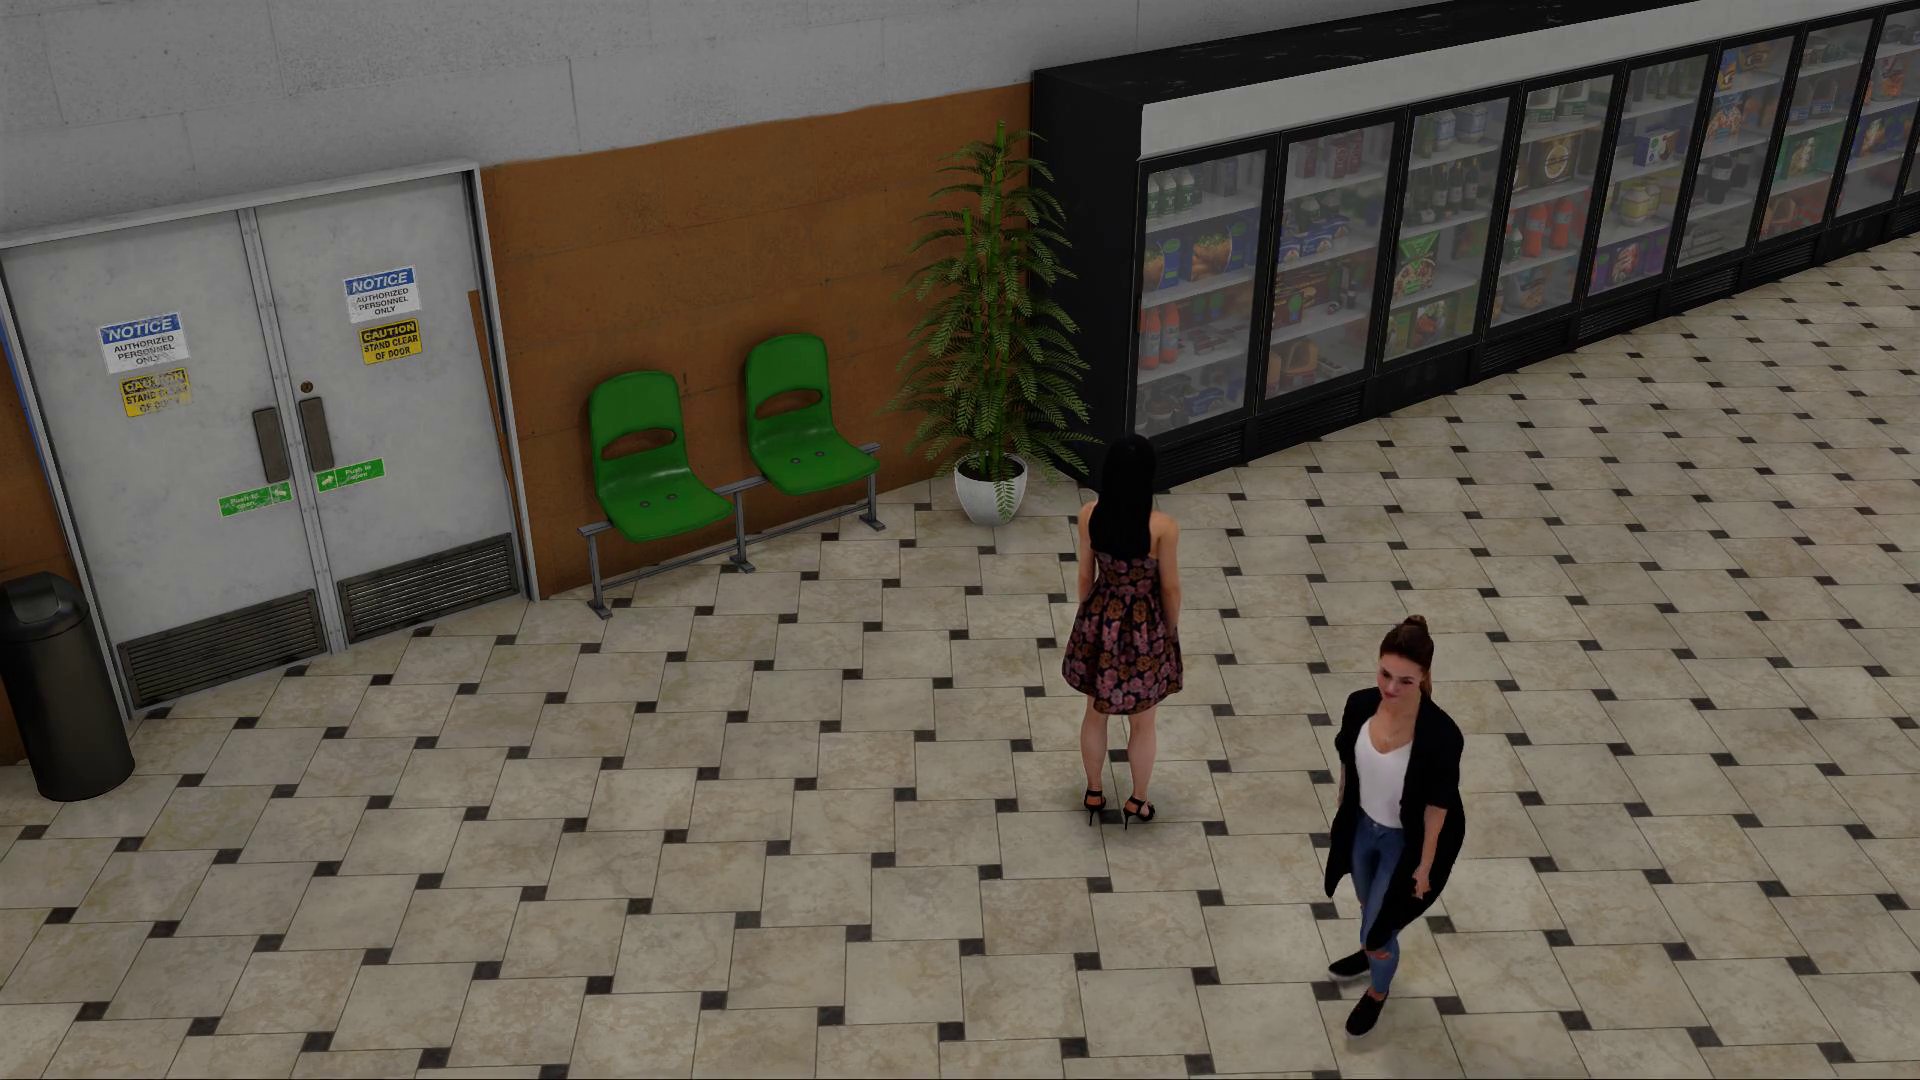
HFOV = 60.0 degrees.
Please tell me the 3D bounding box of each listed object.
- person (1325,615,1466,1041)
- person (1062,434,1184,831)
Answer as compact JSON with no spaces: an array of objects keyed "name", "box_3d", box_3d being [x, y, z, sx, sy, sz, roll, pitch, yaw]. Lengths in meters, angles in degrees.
[{"name":"person","box_3d":[1.520,0.992,5.638,0.721,1.654,0.682,-15,32,-25]},{"name":"person","box_3d":[0.656,0.387,6.622,0.784,1.774,0.860,10,30,18]}]
